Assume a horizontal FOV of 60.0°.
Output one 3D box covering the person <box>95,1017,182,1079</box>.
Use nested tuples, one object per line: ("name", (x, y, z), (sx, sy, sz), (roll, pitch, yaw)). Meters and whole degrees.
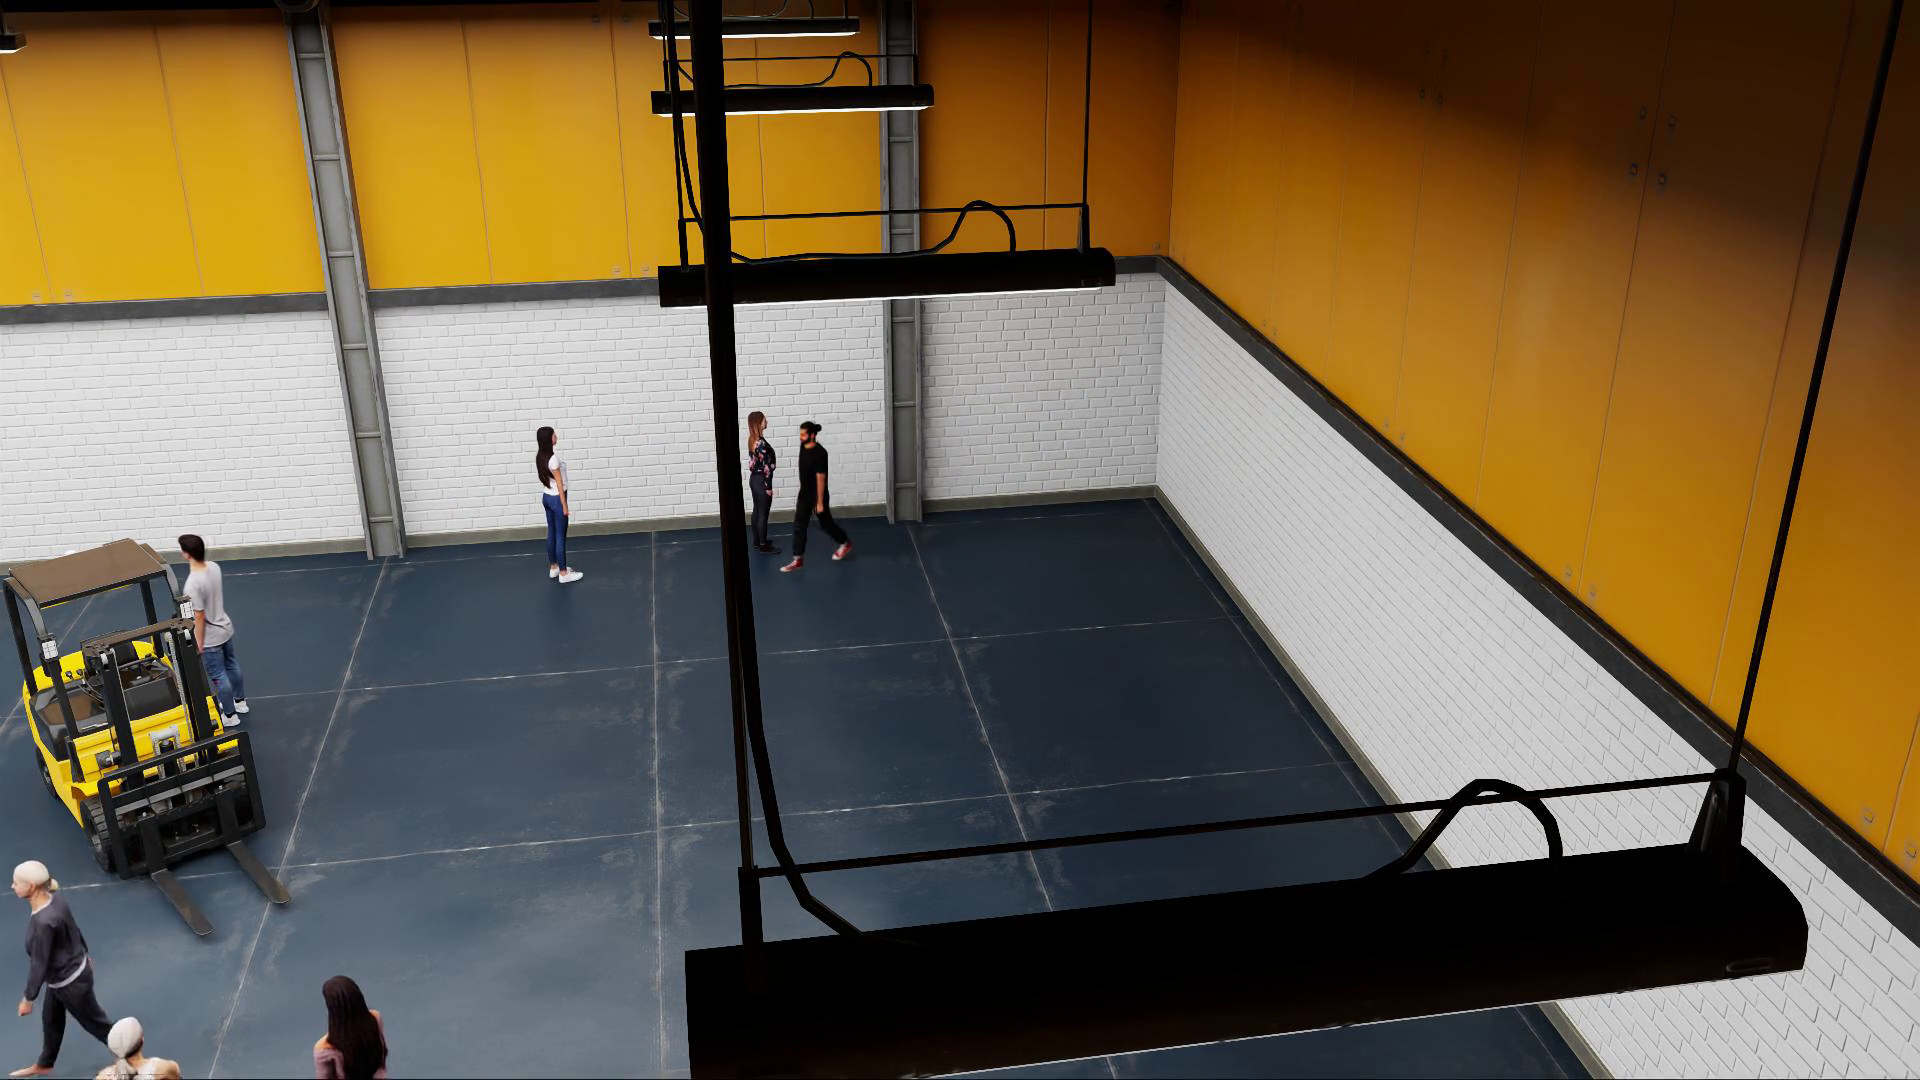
("person", (-4.569, 3.493, 9.381), (0.794, 1.676, 0.654), (-3, 24, -8))

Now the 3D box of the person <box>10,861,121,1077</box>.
("person", (-5.746, 2.827, 10.884), (1.065, 1.694, 0.812), (-12, 26, -25))

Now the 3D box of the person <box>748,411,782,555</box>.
("person", (-2.263, -0.664, 18.884), (0.584, 1.684, 0.624), (-10, 26, -22))

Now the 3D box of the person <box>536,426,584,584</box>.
("person", (-4.429, -0.397, 18.158), (0.664, 1.775, 0.663), (-17, 29, -34))

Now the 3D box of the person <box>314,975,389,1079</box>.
("person", (-3.442, 3.297, 9.663), (0.784, 1.811, 0.712), (18, 29, 35))

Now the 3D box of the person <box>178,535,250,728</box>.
("person", (-6.851, 0.816, 15.245), (0.636, 1.886, 0.713), (0, 24, 1))

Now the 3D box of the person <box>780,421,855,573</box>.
("person", (-1.532, -0.500, 18.453), (1.250, 1.727, 1.025), (-19, 30, -36))
